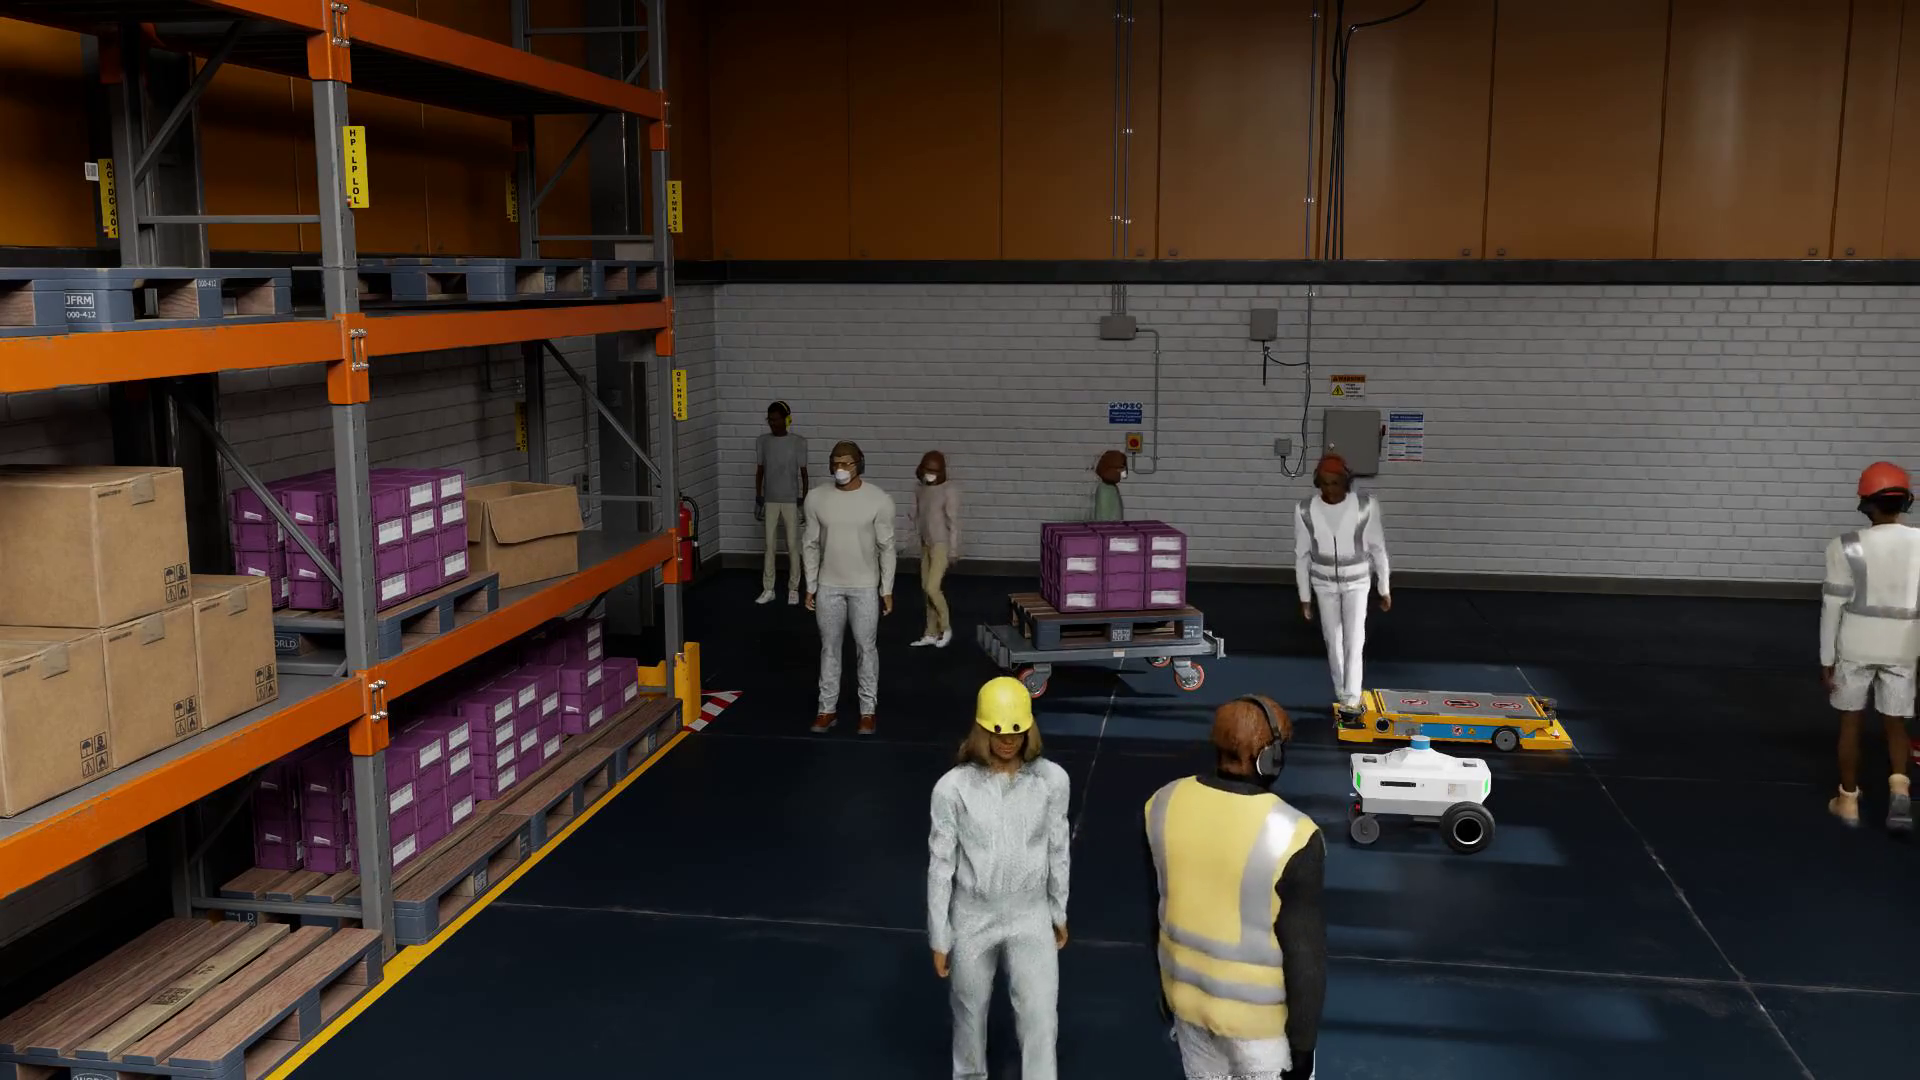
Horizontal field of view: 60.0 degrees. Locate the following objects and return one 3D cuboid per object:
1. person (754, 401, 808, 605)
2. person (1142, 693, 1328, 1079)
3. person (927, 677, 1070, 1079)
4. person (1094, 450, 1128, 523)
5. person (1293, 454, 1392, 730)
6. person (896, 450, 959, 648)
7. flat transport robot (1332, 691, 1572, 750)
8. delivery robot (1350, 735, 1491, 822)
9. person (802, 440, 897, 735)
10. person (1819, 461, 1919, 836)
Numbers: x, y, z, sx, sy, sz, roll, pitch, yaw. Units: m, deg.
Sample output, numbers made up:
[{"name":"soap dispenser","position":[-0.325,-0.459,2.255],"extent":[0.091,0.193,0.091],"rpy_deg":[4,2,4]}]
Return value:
[{"name":"person","position":[-1.621,-0.335,15.115],"extent":[0.521,1.865,0.335],"rpy_deg":[2,9,11]},{"name":"person","position":[0.772,1.353,4.826],"extent":[0.627,1.827,0.552],"rpy_deg":[9,13,44]},{"name":"person","position":[0.146,1.299,5.528],"extent":[0.511,1.700,0.879],"rpy_deg":[-2,9,-10]},{"name":"person","position":[1.127,0.055,13.527],"extent":[0.797,1.601,0.499],"rpy_deg":[3,10,17]},{"name":"person","position":[2.508,0.347,10.988],"extent":[0.638,1.834,0.947],"rpy_deg":[4,10,23]},{"name":"person","position":[-0.237,0.079,13.309],"extent":[0.342,1.626,0.576],"rpy_deg":[-7,11,-36]},{"name":"flat transport robot","position":[3.174,1.155,10.818],"extent":[1.431,0.197,0.652],"rpy_deg":[1,9,9]},{"name":"delivery robot","position":[2.440,1.284,8.855],"extent":[0.707,0.478,0.477],"rpy_deg":[1,9,9]},{"name":"person","position":[-0.726,0.311,10.893],"extent":[0.629,1.940,0.379],"rpy_deg":[2,9,11]},{"name":"person","position":[4.916,0.594,8.885],"extent":[0.614,2.023,0.684],"rpy_deg":[2,9,14]}]
